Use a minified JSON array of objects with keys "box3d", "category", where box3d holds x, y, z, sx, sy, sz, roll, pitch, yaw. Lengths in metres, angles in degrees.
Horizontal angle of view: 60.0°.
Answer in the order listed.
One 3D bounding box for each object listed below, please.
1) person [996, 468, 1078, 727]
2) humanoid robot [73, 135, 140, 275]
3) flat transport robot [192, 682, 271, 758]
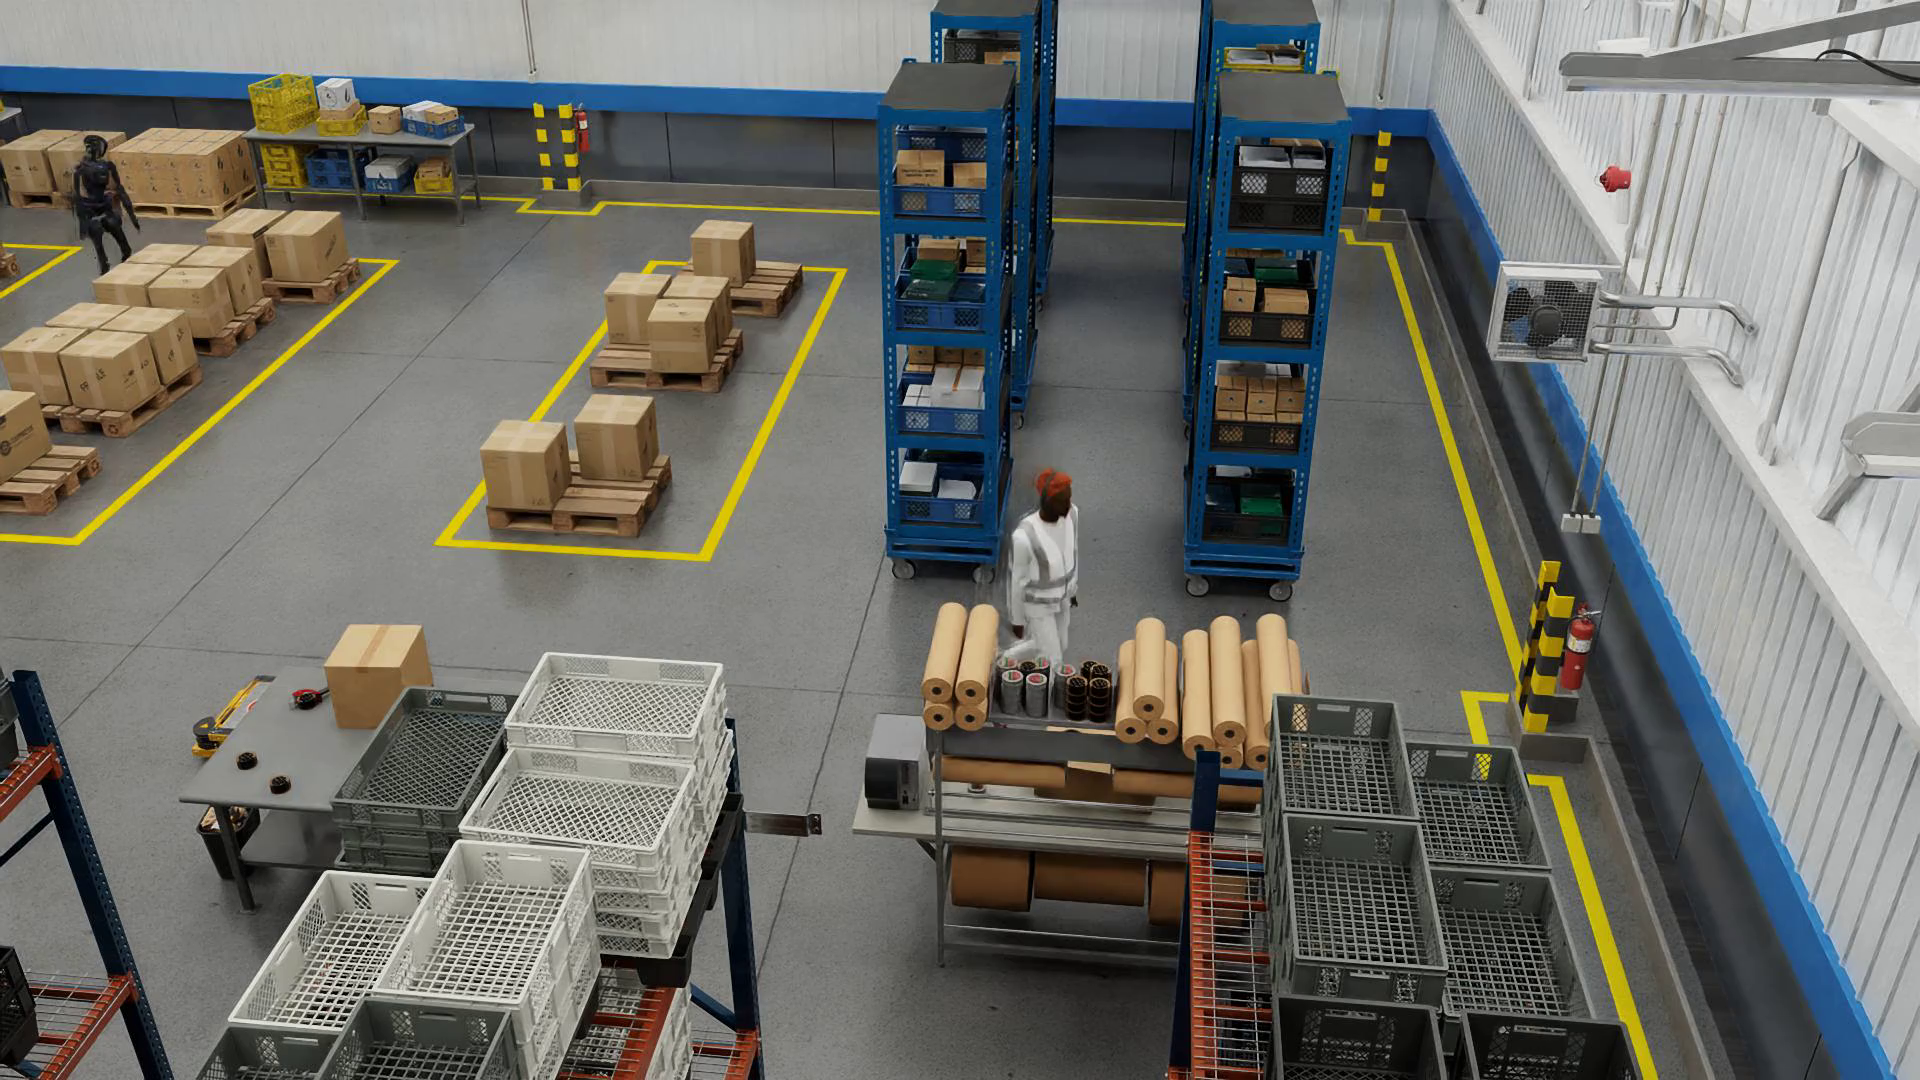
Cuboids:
[{"box3d":[0.508,0.361,10.474,0.782,1.859,0.589,23,37,34],"category":"person"},{"box3d":[-8.746,-3.290,16.940,0.414,1.628,0.657,14,33,23],"category":"humanoid robot"},{"box3d":[-4.089,1.163,10.648,1.431,0.197,0.652,3,30,6],"category":"flat transport robot"}]
